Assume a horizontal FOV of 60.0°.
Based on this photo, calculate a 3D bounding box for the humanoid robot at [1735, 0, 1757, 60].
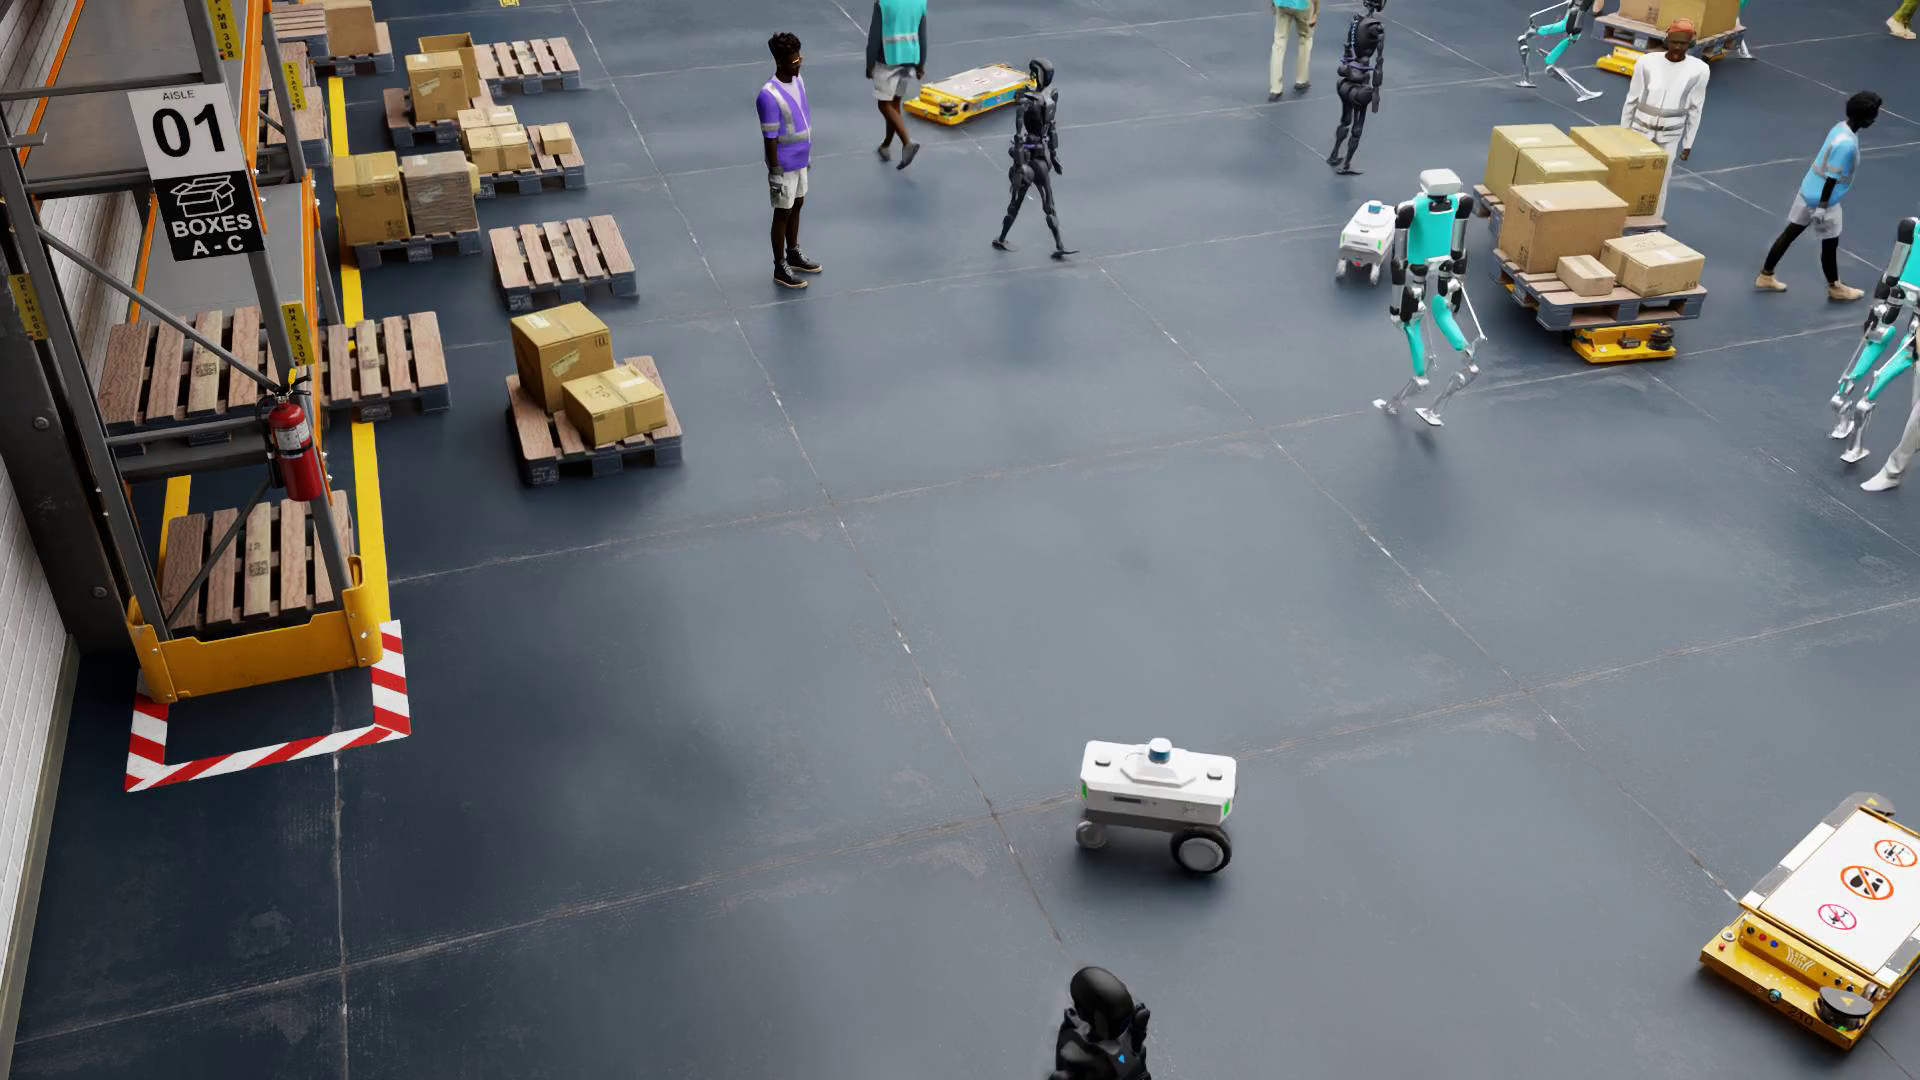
[{"bbox_3d":[8.307,-6.023,17.753,0.531,1.735,0.882,-1,33,-2],"label":"humanoid robot"}]

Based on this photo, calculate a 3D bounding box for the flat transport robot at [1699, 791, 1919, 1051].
[{"bbox_3d":[3.946,1.637,7.347,1.431,0.231,0.659,-26,41,-33],"label":"flat transport robot"}]

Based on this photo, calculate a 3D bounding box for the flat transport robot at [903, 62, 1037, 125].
[{"bbox_3d":[0.164,-4.505,16.768,0.659,0.231,1.431,28,42,36],"label":"flat transport robot"}]

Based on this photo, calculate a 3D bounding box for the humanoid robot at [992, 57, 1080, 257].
[{"bbox_3d":[0.606,-3.029,13.254,0.777,1.622,0.604,22,39,30],"label":"humanoid robot"}]

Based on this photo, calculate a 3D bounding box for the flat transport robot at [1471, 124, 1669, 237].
[{"bbox_3d":[4.912,-2.428,13.583,0.659,0.231,1.431,-4,33,-6],"label":"flat transport robot"}]

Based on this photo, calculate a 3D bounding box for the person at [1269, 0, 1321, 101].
[{"bbox_3d":[3.387,-5.382,16.698,0.585,1.816,0.805,15,36,22],"label":"person"}]

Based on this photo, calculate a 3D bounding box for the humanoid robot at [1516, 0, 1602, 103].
[{"bbox_3d":[5.928,-5.153,16.438,1.060,1.736,0.543,8,34,12],"label":"humanoid robot"}]

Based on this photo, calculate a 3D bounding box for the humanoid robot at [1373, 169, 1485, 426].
[{"bbox_3d":[3.086,-1.475,10.785,0.553,1.780,0.898,-10,34,-14],"label":"humanoid robot"}]

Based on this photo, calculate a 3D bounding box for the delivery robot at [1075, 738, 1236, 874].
[{"bbox_3d":[0.942,1.193,7.777,0.794,0.606,0.499,6,34,9],"label":"delivery robot"}]

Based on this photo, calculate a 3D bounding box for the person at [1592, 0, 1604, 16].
[{"bbox_3d":[7.389,-6.929,19.207,0.461,1.667,0.390,17,37,24],"label":"person"}]

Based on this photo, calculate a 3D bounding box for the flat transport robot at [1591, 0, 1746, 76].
[{"bbox_3d":[7.550,-5.230,17.880,1.431,0.231,0.659,-23,40,-31],"label":"flat transport robot"}]

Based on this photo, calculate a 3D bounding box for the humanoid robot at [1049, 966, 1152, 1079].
[{"bbox_3d":[0.378,1.986,5.570,0.756,1.636,0.589,24,40,32],"label":"humanoid robot"}]

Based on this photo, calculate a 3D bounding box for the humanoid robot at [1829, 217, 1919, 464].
[{"bbox_3d":[5.797,-1.246,10.435,0.871,1.766,0.535,-16,36,-23],"label":"humanoid robot"}]

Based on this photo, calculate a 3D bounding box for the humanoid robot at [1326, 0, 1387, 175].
[{"bbox_3d":[3.565,-4.106,14.862,0.314,1.643,0.601,-11,35,-17],"label":"humanoid robot"}]

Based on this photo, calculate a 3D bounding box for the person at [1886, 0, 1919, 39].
[{"bbox_3d":[10.705,-6.436,18.310,0.544,1.815,0.441,-20,38,-27],"label":"person"}]

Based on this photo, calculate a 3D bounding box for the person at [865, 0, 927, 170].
[{"bbox_3d":[-0.525,-4.303,14.970,0.588,1.890,0.794,-18,37,-26],"label":"person"}]

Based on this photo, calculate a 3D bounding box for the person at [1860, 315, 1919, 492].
[{"bbox_3d":[6.117,-1.095,10.253,0.773,1.680,0.472,-8,34,-13],"label":"person"}]

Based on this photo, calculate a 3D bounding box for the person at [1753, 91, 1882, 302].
[{"bbox_3d":[6.609,-2.585,12.547,0.837,1.644,0.588,9,34,14],"label":"person"}]

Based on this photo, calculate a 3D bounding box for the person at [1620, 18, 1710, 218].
[{"bbox_3d":[5.605,-3.254,13.382,0.583,1.878,0.349,16,36,22],"label":"person"}]

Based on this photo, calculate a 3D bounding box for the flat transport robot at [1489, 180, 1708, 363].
[{"bbox_3d":[4.726,-1.739,12.526,0.659,0.231,1.431,-6,34,-8],"label":"flat transport robot"}]

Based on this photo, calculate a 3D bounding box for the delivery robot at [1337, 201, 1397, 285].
[{"bbox_3d":[3.289,-2.417,13.319,0.499,0.611,0.814,15,36,21],"label":"delivery robot"}]

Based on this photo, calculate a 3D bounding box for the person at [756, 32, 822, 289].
[{"bbox_3d":[-1.313,-2.929,12.799,0.361,1.963,0.613,11,35,16],"label":"person"}]
